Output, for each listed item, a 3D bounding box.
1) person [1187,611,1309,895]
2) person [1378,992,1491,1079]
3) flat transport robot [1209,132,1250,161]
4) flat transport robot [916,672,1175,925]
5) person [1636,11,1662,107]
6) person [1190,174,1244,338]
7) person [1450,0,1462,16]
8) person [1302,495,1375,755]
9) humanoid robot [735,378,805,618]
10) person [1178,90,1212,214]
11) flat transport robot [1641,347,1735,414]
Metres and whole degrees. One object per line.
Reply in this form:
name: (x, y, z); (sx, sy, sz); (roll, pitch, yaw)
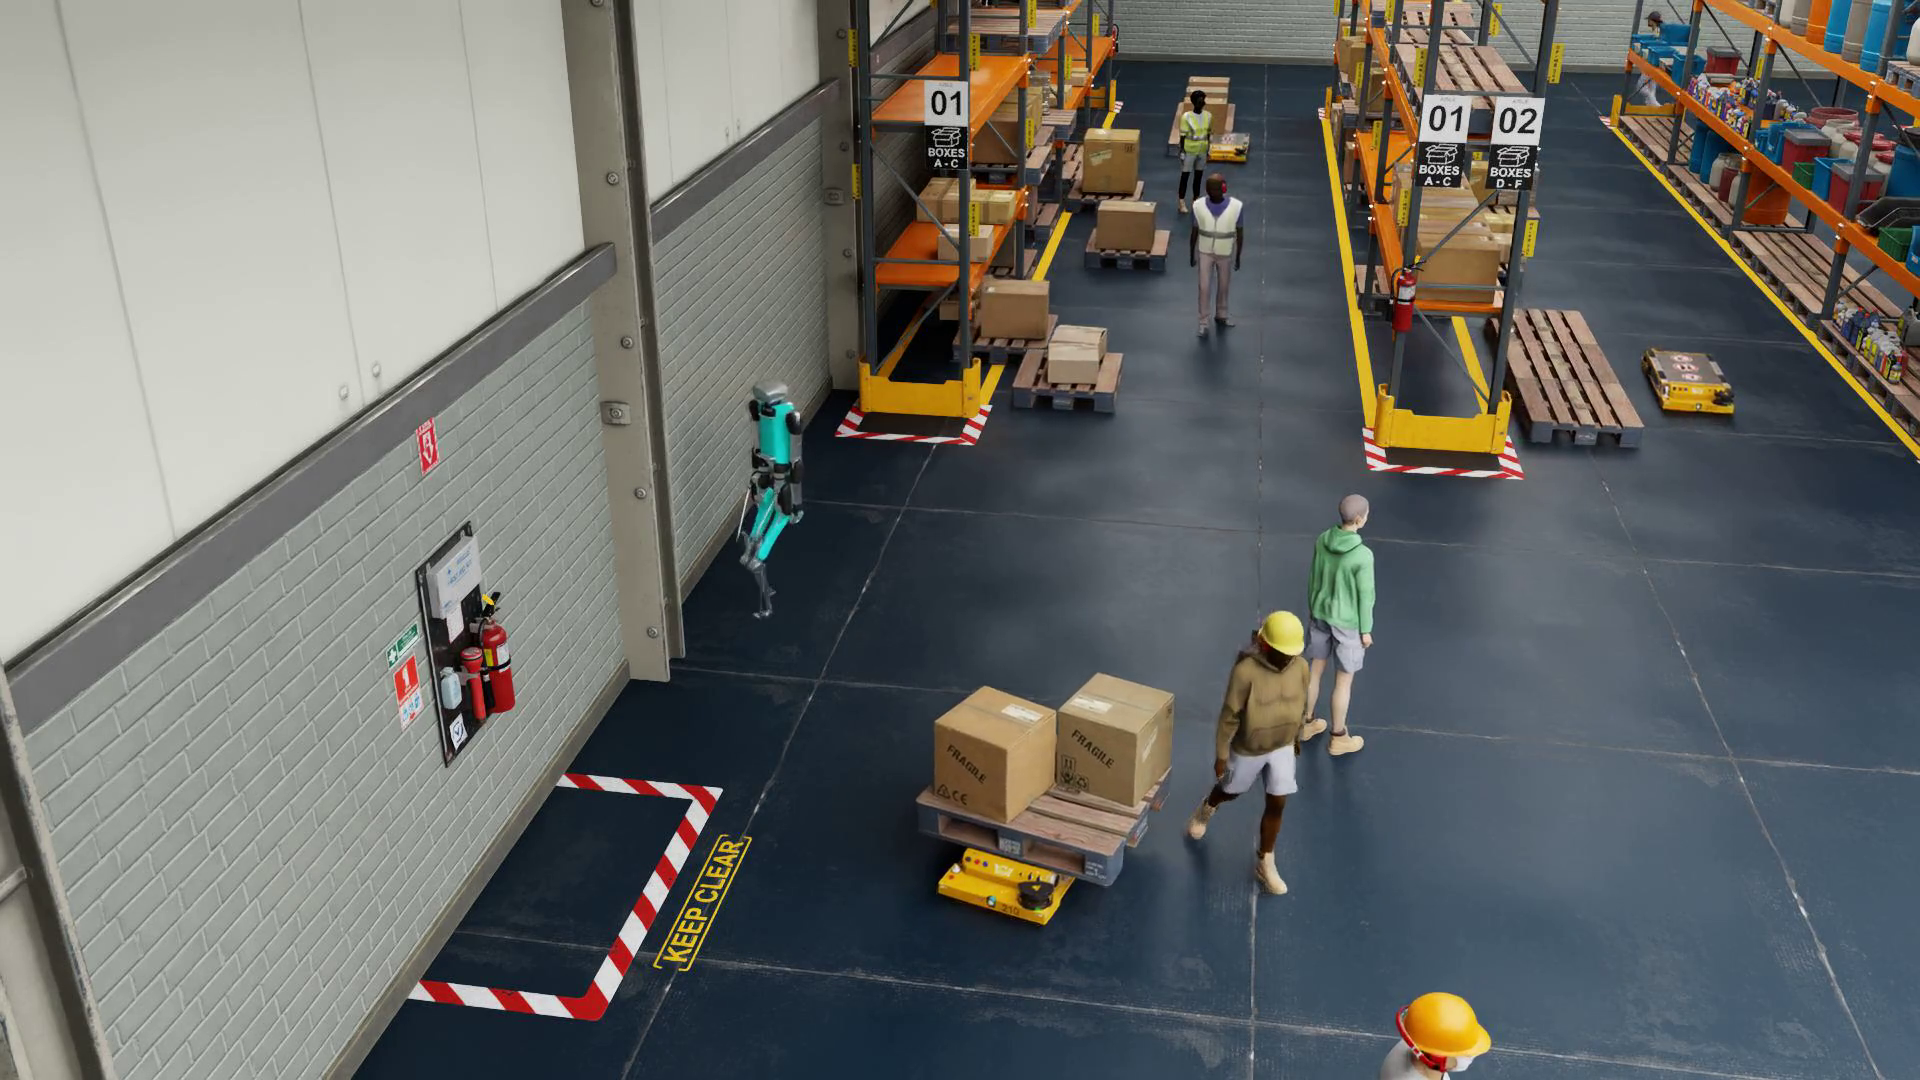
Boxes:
person: (1.639, 1.083, 9.317); (0.574, 1.734, 0.749); (-6, 26, -13)
person: (1.678, 2.450, 6.210); (0.378, 1.891, 0.568); (6, 26, 12)
flat transport robot: (4.359, -6.414, 27.086); (0.659, 0.231, 1.431); (5, 25, 10)
flat transport robot: (0.479, 1.698, 9.723); (0.659, 0.231, 1.431); (12, 27, 23)
person: (12.264, -8.445, 29.567); (0.500, 1.841, 0.546); (17, 30, 32)
person: (2.819, -3.169, 18.338); (0.583, 1.805, 0.682); (4, 25, 9)
person: (9.389, -9.428, 31.769); (0.525, 1.765, 0.326); (-4, 25, -9)
person: (2.380, 0.528, 10.486); (0.324, 1.742, 0.473); (-18, 31, -34)
humanoid robot: (-1.486, -0.255, 12.189); (0.724, 1.804, 0.550); (-23, 33, -40)
person: (3.295, -5.448, 23.330); (0.533, 1.696, 0.318); (-12, 28, -24)
flat transport robot: (7.345, -1.618, 16.821); (0.659, 0.231, 1.431); (5, 26, 11)
